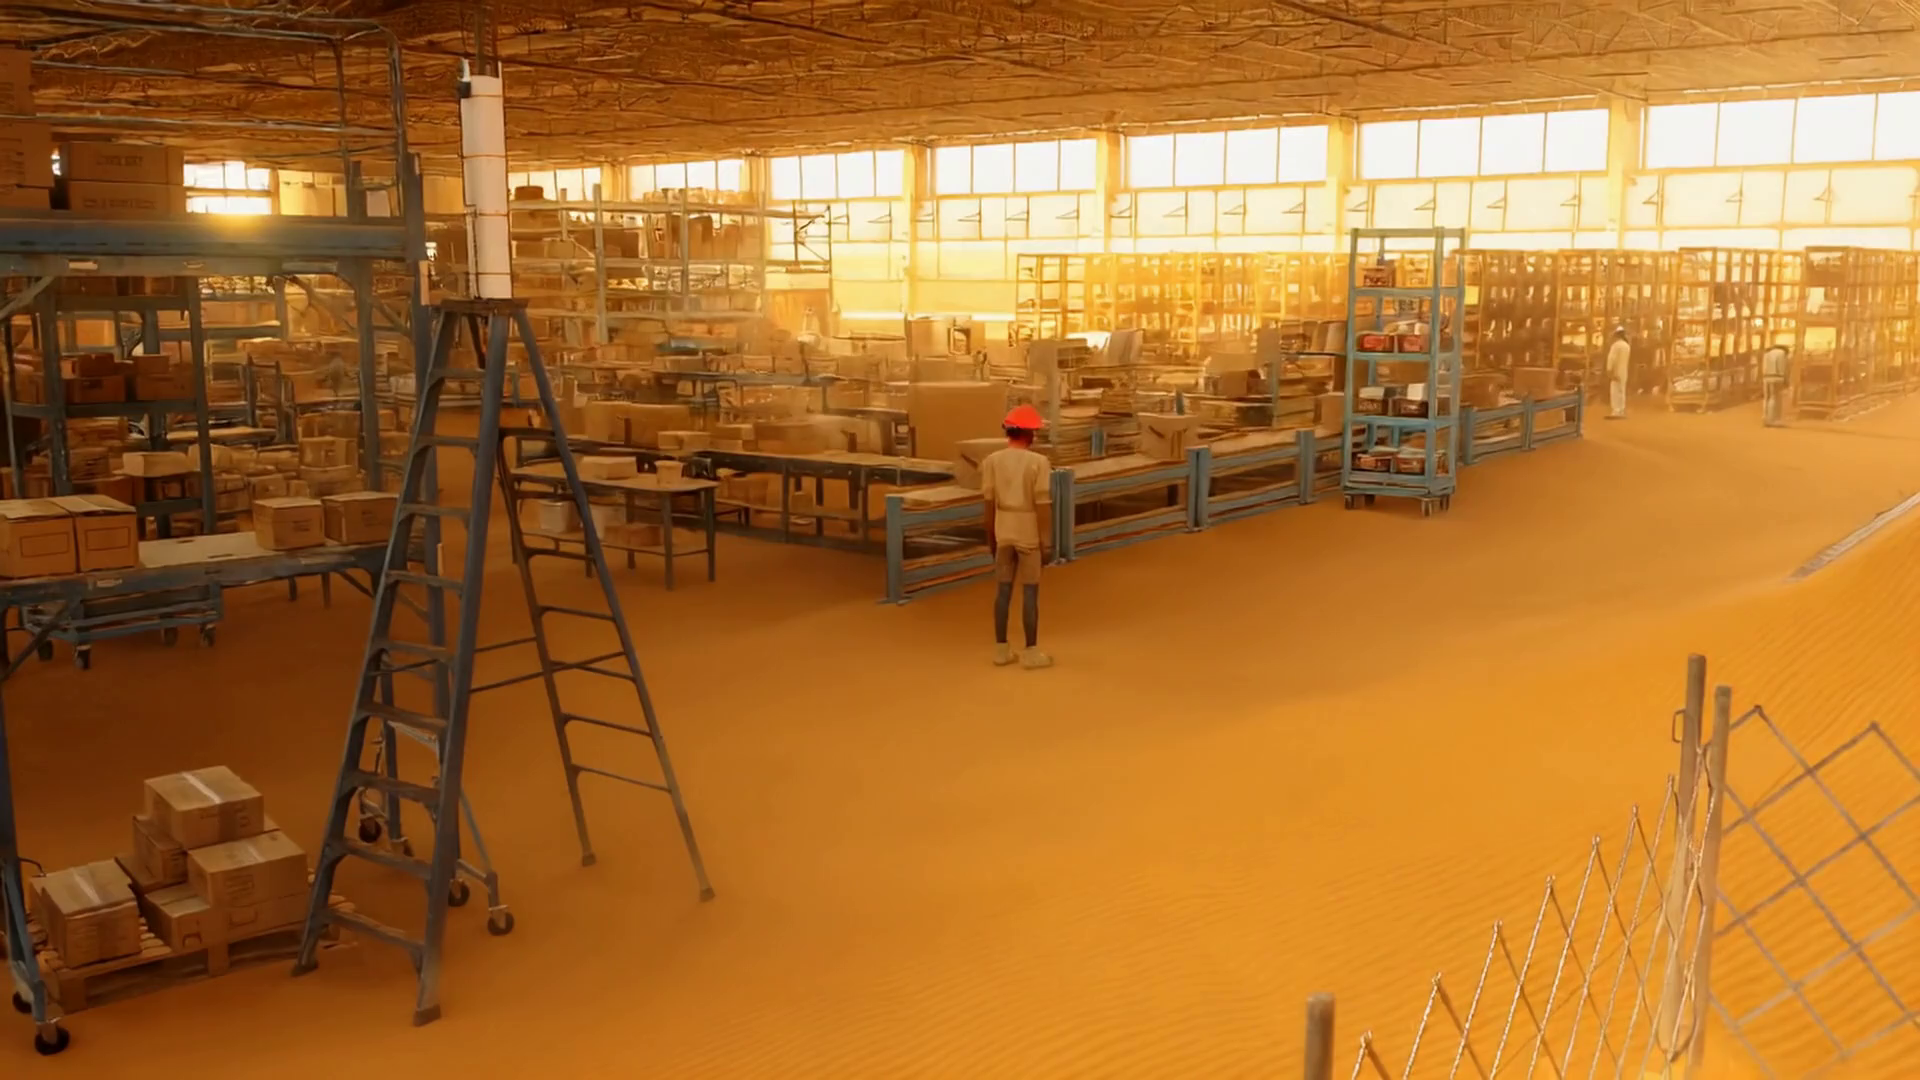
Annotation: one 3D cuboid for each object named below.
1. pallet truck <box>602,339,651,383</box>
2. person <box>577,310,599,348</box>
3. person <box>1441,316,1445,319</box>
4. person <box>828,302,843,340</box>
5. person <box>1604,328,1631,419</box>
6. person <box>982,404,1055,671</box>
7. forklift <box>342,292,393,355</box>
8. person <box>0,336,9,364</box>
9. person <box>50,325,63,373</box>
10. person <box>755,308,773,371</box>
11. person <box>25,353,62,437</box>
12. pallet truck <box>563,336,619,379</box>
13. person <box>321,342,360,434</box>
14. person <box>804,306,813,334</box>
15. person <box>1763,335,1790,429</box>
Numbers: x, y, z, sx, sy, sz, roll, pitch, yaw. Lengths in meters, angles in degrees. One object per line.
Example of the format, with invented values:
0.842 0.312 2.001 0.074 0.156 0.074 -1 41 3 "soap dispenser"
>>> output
-8.991 -4.871 45.351 0.653 1.274 1.630 7 11 37 "pallet truck"
-11.334 -6.047 50.719 0.638 1.934 0.358 -1 9 -9 "person"
16.574 -6.940 56.699 0.901 1.809 0.571 7 11 37 "person"
-4.753 -8.116 63.582 0.605 1.949 0.400 -2 9 -13 "person"
13.699 -3.463 34.702 0.399 1.901 0.642 9 13 44 "person"
0.467 -0.024 12.779 0.605 2.045 0.381 6 11 35 "person"
-16.485 -5.622 45.120 1.129 2.768 1.873 7 11 37 "forklift"
-23.230 -4.297 39.945 0.647 1.889 0.521 -8 12 -42 "person"
-25.732 -5.364 47.466 0.503 1.613 0.737 9 13 43 "person"
-6.095 -6.232 51.826 0.645 1.953 0.496 -5 10 -30 "person"
-15.801 -2.379 28.588 0.557 1.682 0.459 9 13 44 "person"
-10.690 -5.294 48.215 1.601 1.201 0.680 -5 10 -26 "pallet truck"
-11.716 -2.871 31.473 0.725 1.743 0.519 -8 12 -40 "person"
-6.013 -8.376 65.772 0.315 1.770 0.523 -7 12 -39 "person"
16.035 -3.104 32.659 0.404 1.833 0.591 -3 10 -17 "person"
